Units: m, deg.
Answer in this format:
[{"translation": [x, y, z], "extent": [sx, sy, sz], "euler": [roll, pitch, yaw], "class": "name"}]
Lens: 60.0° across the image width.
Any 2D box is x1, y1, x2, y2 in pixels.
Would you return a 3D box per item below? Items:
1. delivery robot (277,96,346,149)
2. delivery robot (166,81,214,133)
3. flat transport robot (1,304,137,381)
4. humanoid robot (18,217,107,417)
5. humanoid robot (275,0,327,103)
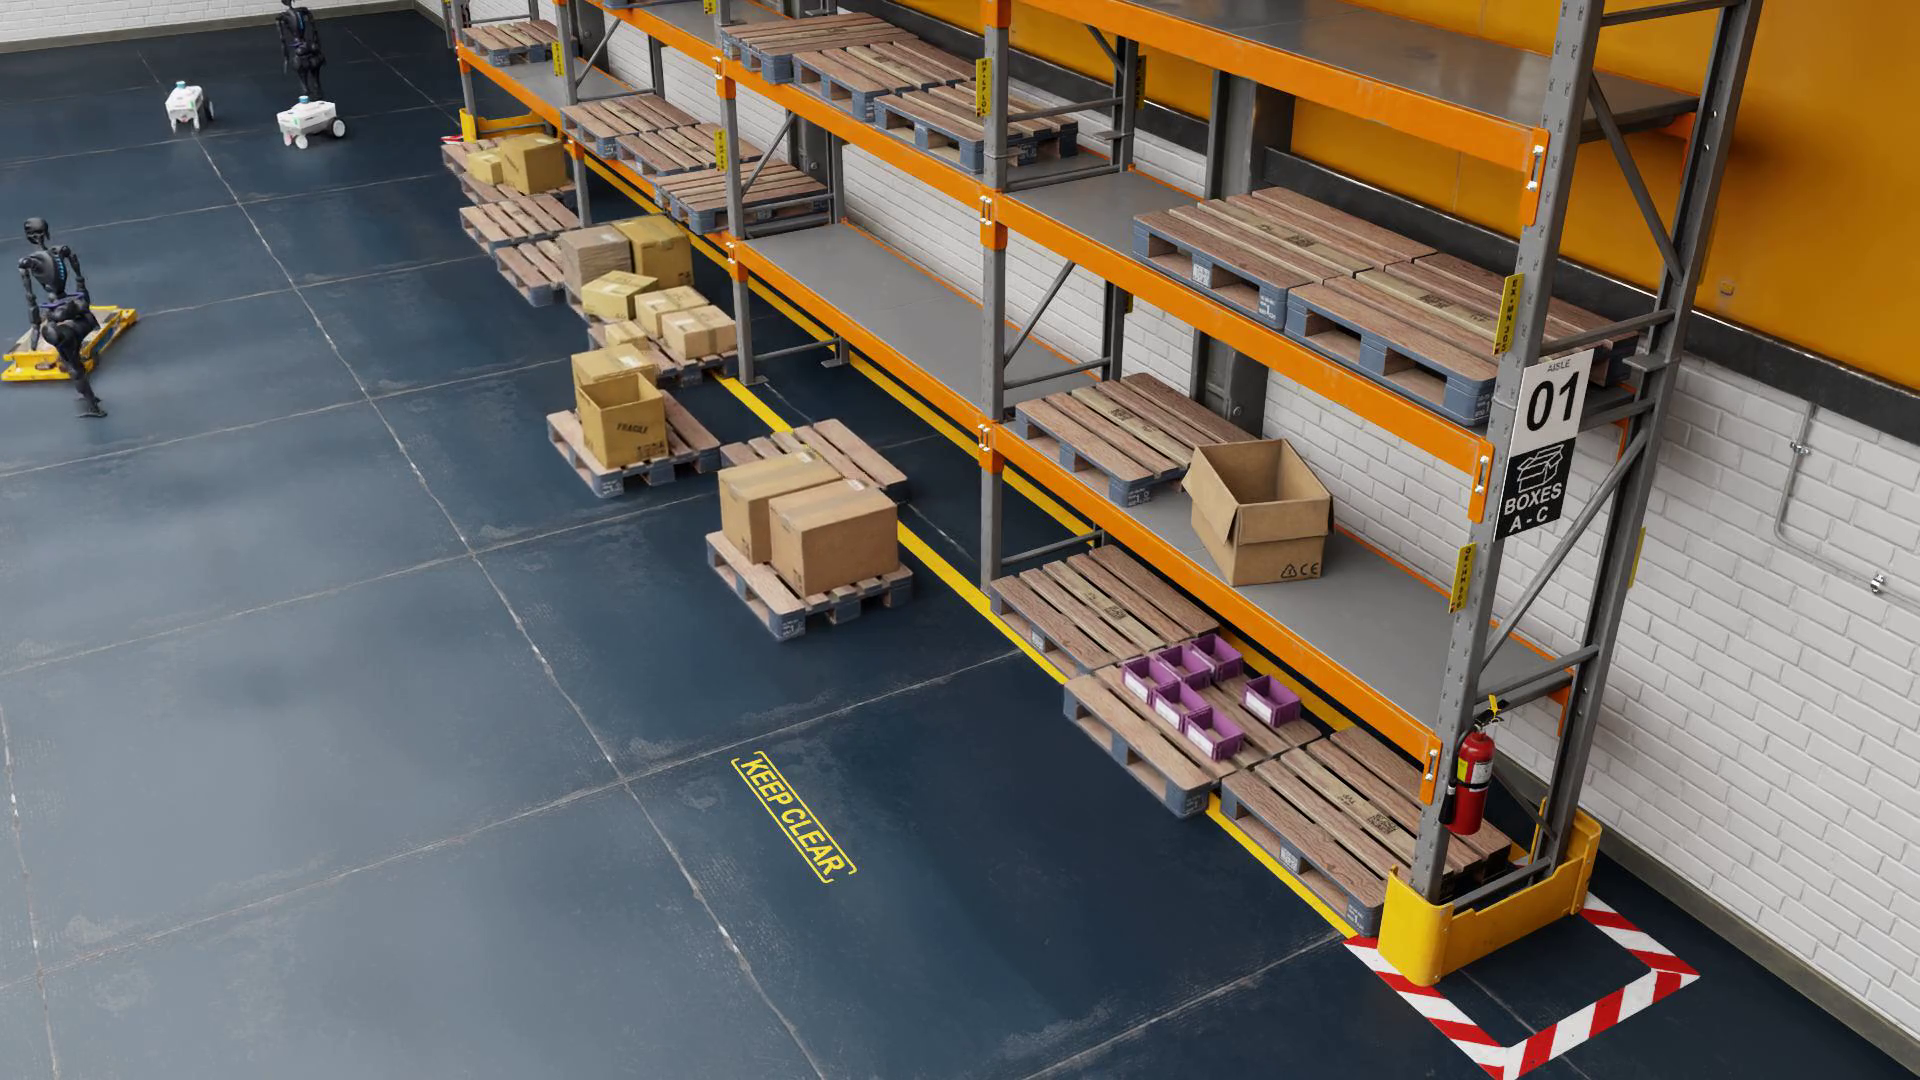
[{"translation": [-7.991, -5.150, 20.440], "extent": [0.513, 0.601, 0.773], "euler": [14, 32, 23], "class": "delivery robot"}, {"translation": [-9.790, -5.497, 21.039], "extent": [0.499, 0.587, 0.769], "euler": [-7, 30, -12], "class": "delivery robot"}, {"translation": [-7.901, -1.777, 14.769], "extent": [0.659, 0.231, 1.431], "euler": [-3, 30, -5], "class": "flat transport robot"}, {"translation": [-7.189, -1.775, 13.345], "extent": [0.371, 1.642, 0.611], "euler": [11, 31, 19], "class": "humanoid robot"}, {"translation": [-8.269, -6.148, 21.074], "extent": [0.449, 1.642, 0.589], "euler": [19, 35, 30], "class": "humanoid robot"}]
